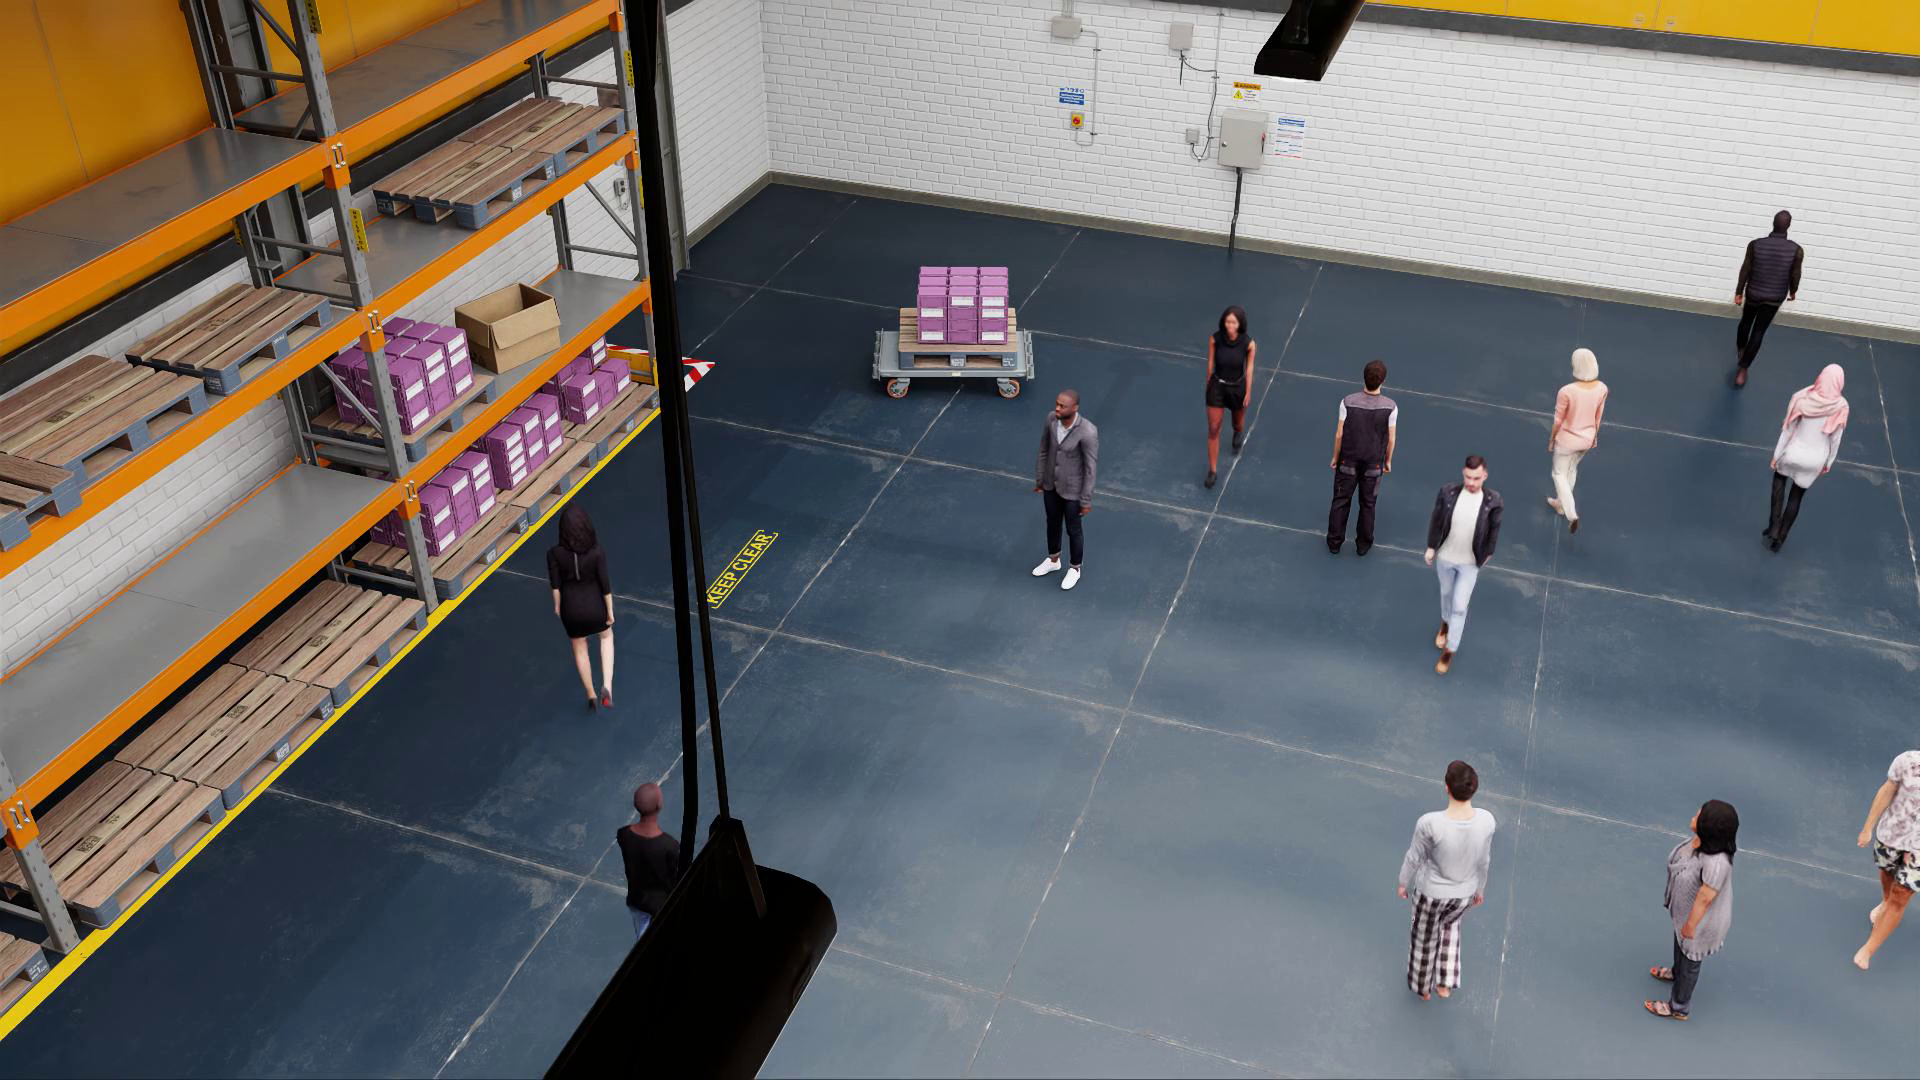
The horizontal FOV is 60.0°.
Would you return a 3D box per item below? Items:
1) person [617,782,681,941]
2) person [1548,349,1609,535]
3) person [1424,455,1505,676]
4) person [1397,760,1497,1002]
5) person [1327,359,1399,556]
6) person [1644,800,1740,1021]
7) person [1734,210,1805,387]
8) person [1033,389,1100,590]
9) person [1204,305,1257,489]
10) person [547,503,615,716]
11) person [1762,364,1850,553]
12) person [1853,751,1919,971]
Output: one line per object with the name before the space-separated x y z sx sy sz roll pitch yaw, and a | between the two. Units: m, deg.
person | -1.847 2.237 9.948 0.645 1.715 1.027 10 35 15
person | 5.408 -0.844 14.599 0.893 1.699 1.060 -2 34 -4
person | 3.948 0.079 13.106 0.740 1.813 1.005 17 37 23
person | 2.939 2.145 9.977 0.791 1.837 0.840 -1 34 -1
person | 3.437 -0.701 14.248 0.692 1.848 0.610 7 34 10
person | 4.492 2.216 10.081 0.701 1.603 0.612 14 36 20
person | 8.153 -2.428 16.897 0.901 1.792 1.196 21 39 28
person | 0.888 -0.449 13.898 0.800 1.817 0.737 26 42 33
person | 2.499 -1.391 15.412 0.627 1.709 1.132 9 35 14
person | -2.790 0.604 12.338 0.740 1.790 0.799 -5 34 -8
person | 7.204 -0.653 14.228 0.650 1.792 0.639 14 36 20
person | 6.053 1.827 10.510 1.225 1.776 1.019 -26 42 -34
